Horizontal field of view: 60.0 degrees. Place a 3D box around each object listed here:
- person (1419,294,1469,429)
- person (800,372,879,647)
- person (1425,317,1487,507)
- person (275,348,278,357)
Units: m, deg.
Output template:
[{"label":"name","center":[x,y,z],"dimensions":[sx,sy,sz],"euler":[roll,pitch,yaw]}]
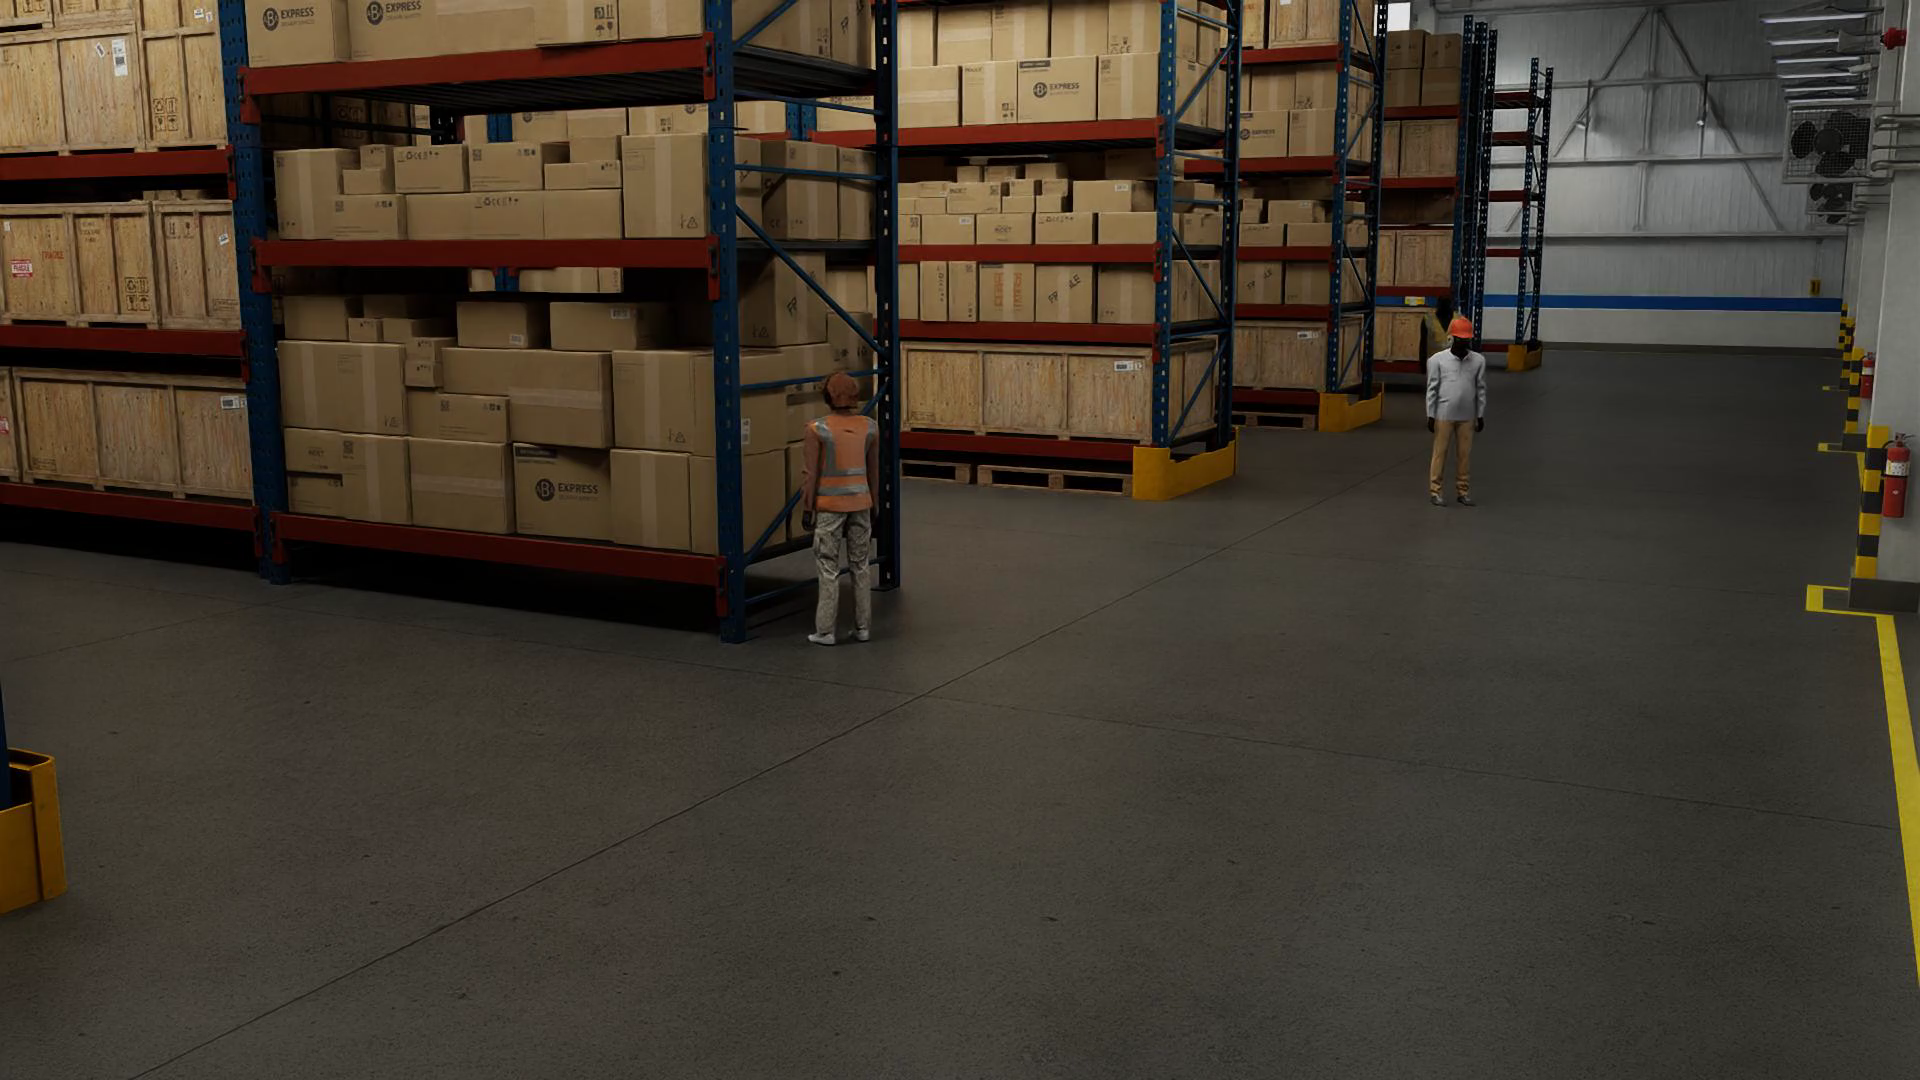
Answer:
[{"label":"person","center":[6.417,-2.361,22.069],"dimensions":[0.620,1.797,0.963],"euler":[1,10,7]},{"label":"person","center":[-0.702,-0.180,9.903],"dimensions":[0.523,1.631,0.319],"euler":[-6,12,-33]},{"label":"person","center":[4.568,-1.171,15.309],"dimensions":[0.566,1.744,0.349],"euler":[-1,10,-5]},{"label":"person","center":[-7.944,-1.976,19.458],"dimensions":[0.390,1.930,0.541],"euler":[-2,10,-12]}]
